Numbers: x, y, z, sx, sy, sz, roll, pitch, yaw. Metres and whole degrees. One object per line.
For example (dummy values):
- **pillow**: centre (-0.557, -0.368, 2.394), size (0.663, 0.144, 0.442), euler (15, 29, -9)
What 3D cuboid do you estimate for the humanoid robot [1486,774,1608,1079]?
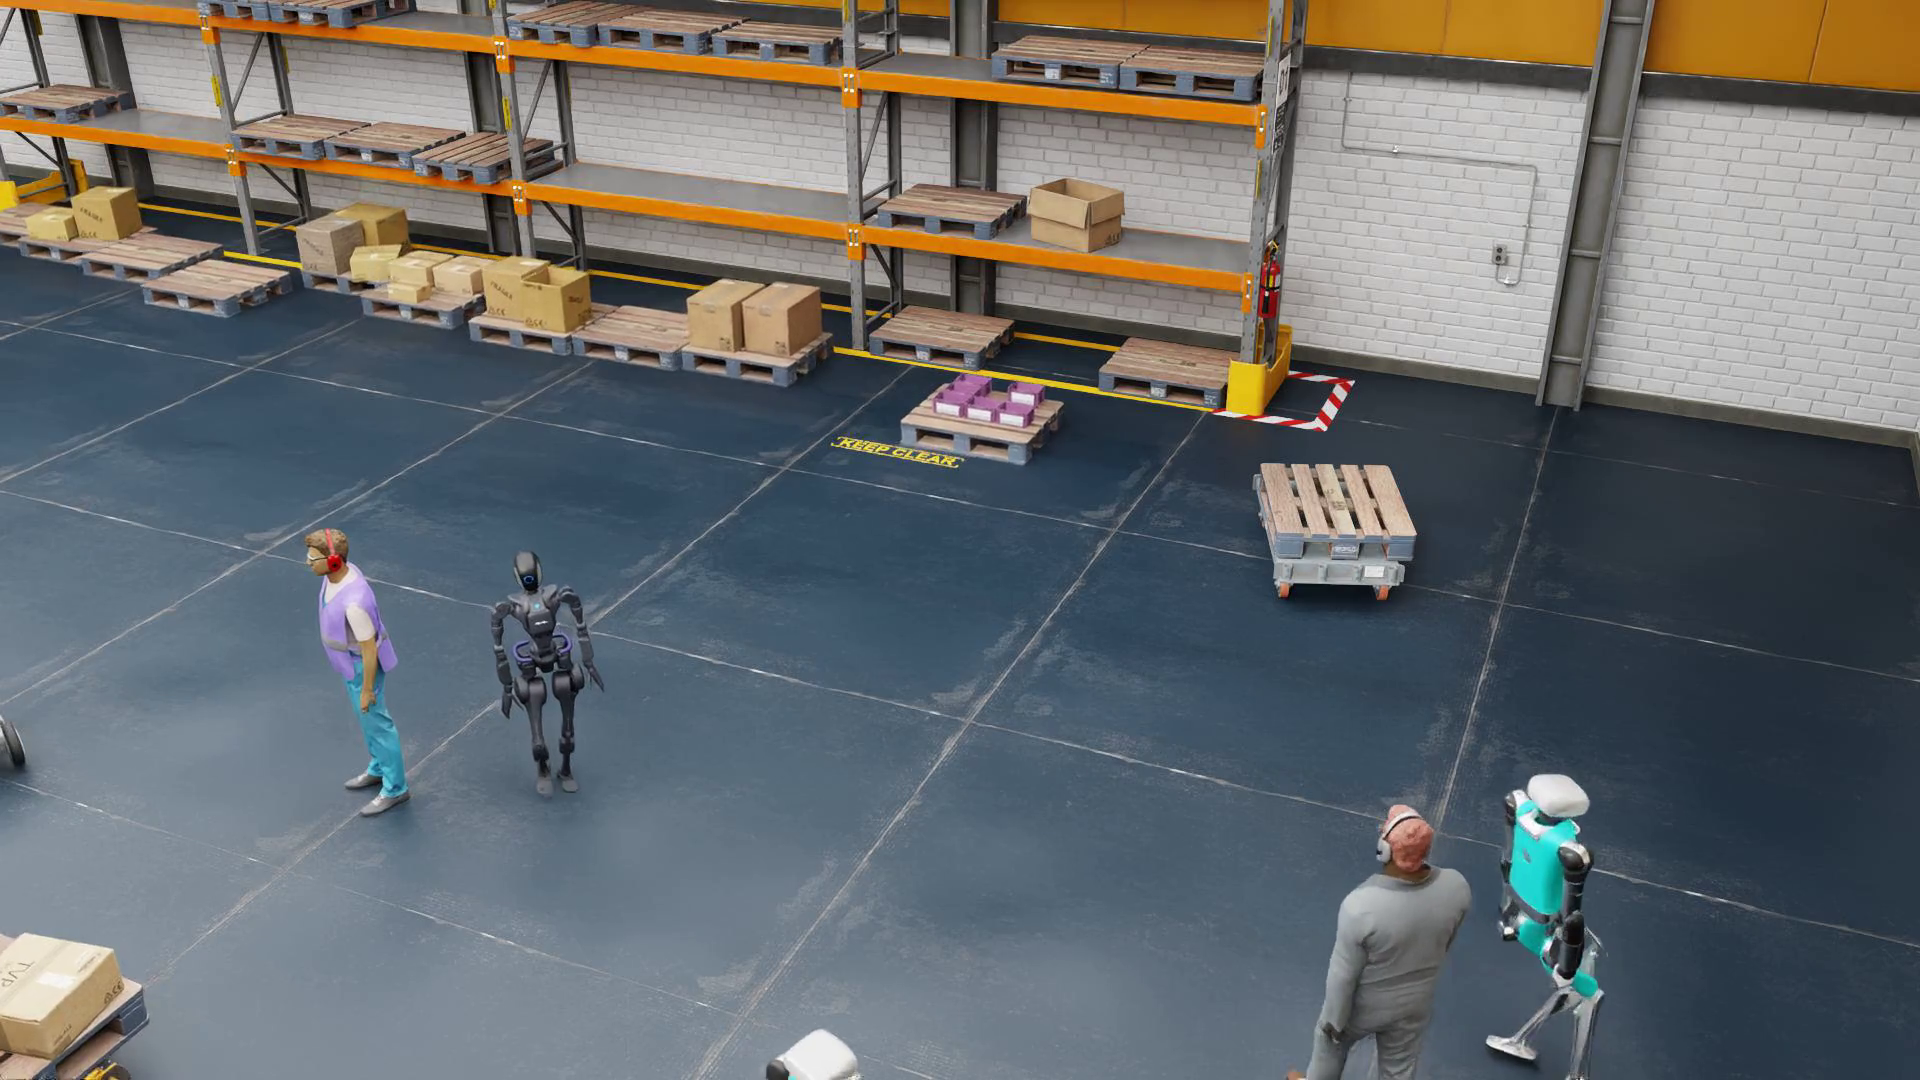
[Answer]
- **humanoid robot**: centre (2.865, 1.829, 7.757), size (0.761, 1.762, 0.594), euler (-10, 29, -18)

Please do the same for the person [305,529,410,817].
- **person**: centre (-3.507, 0.755, 9.746), size (0.394, 1.846, 0.562), euler (-16, 31, -27)

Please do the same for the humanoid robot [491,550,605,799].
- **humanoid robot**: centre (-2.430, 0.794, 9.859), size (0.612, 1.651, 0.362), euler (-12, 30, -22)

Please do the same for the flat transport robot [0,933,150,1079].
- **flat transport robot**: centre (-4.658, 2.606, 7.878), size (1.431, 0.231, 0.659), euler (11, 29, 20)

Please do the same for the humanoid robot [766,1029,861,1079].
- **humanoid robot**: centre (-0.638, 2.720, 6.160), size (0.534, 1.874, 0.757), euler (19, 33, 33)

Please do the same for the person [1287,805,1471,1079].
- **person**: centre (1.834, 1.931, 7.428), size (0.664, 1.884, 0.760), euler (-7, 28, -14)

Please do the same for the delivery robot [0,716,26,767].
- **delivery robot**: centre (-6.204, 1.161, 10.367), size (0.519, 0.593, 0.765), euler (-21, 34, -35)
